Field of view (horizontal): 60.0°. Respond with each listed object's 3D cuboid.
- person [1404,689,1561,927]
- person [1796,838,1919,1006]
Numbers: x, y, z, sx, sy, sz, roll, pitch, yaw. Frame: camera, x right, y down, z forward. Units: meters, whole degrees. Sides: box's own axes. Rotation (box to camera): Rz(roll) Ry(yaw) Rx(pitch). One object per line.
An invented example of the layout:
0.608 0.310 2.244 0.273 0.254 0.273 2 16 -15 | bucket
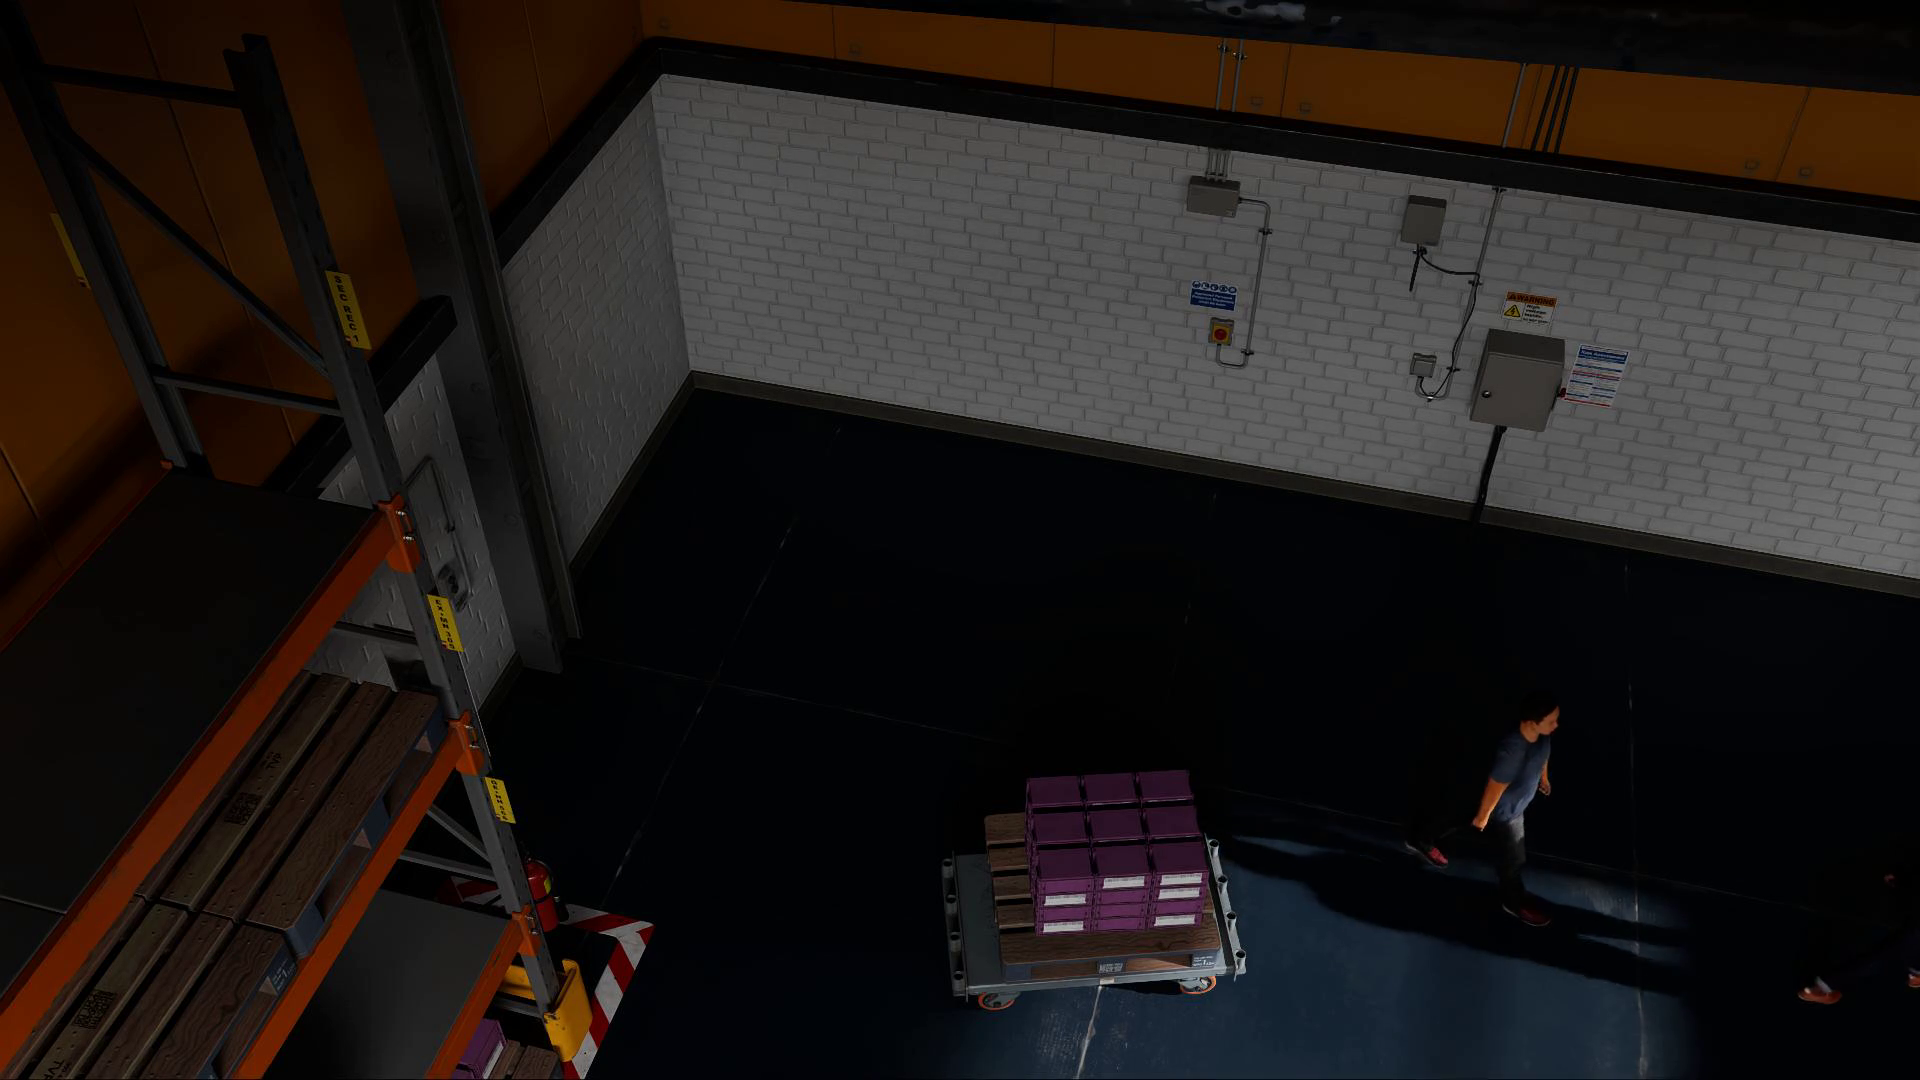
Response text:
3.018 1.420 9.496 0.950 1.769 1.179 24 49 23 | person
5.114 1.977 8.911 1.013 1.770 1.245 -2 44 -2 | person
